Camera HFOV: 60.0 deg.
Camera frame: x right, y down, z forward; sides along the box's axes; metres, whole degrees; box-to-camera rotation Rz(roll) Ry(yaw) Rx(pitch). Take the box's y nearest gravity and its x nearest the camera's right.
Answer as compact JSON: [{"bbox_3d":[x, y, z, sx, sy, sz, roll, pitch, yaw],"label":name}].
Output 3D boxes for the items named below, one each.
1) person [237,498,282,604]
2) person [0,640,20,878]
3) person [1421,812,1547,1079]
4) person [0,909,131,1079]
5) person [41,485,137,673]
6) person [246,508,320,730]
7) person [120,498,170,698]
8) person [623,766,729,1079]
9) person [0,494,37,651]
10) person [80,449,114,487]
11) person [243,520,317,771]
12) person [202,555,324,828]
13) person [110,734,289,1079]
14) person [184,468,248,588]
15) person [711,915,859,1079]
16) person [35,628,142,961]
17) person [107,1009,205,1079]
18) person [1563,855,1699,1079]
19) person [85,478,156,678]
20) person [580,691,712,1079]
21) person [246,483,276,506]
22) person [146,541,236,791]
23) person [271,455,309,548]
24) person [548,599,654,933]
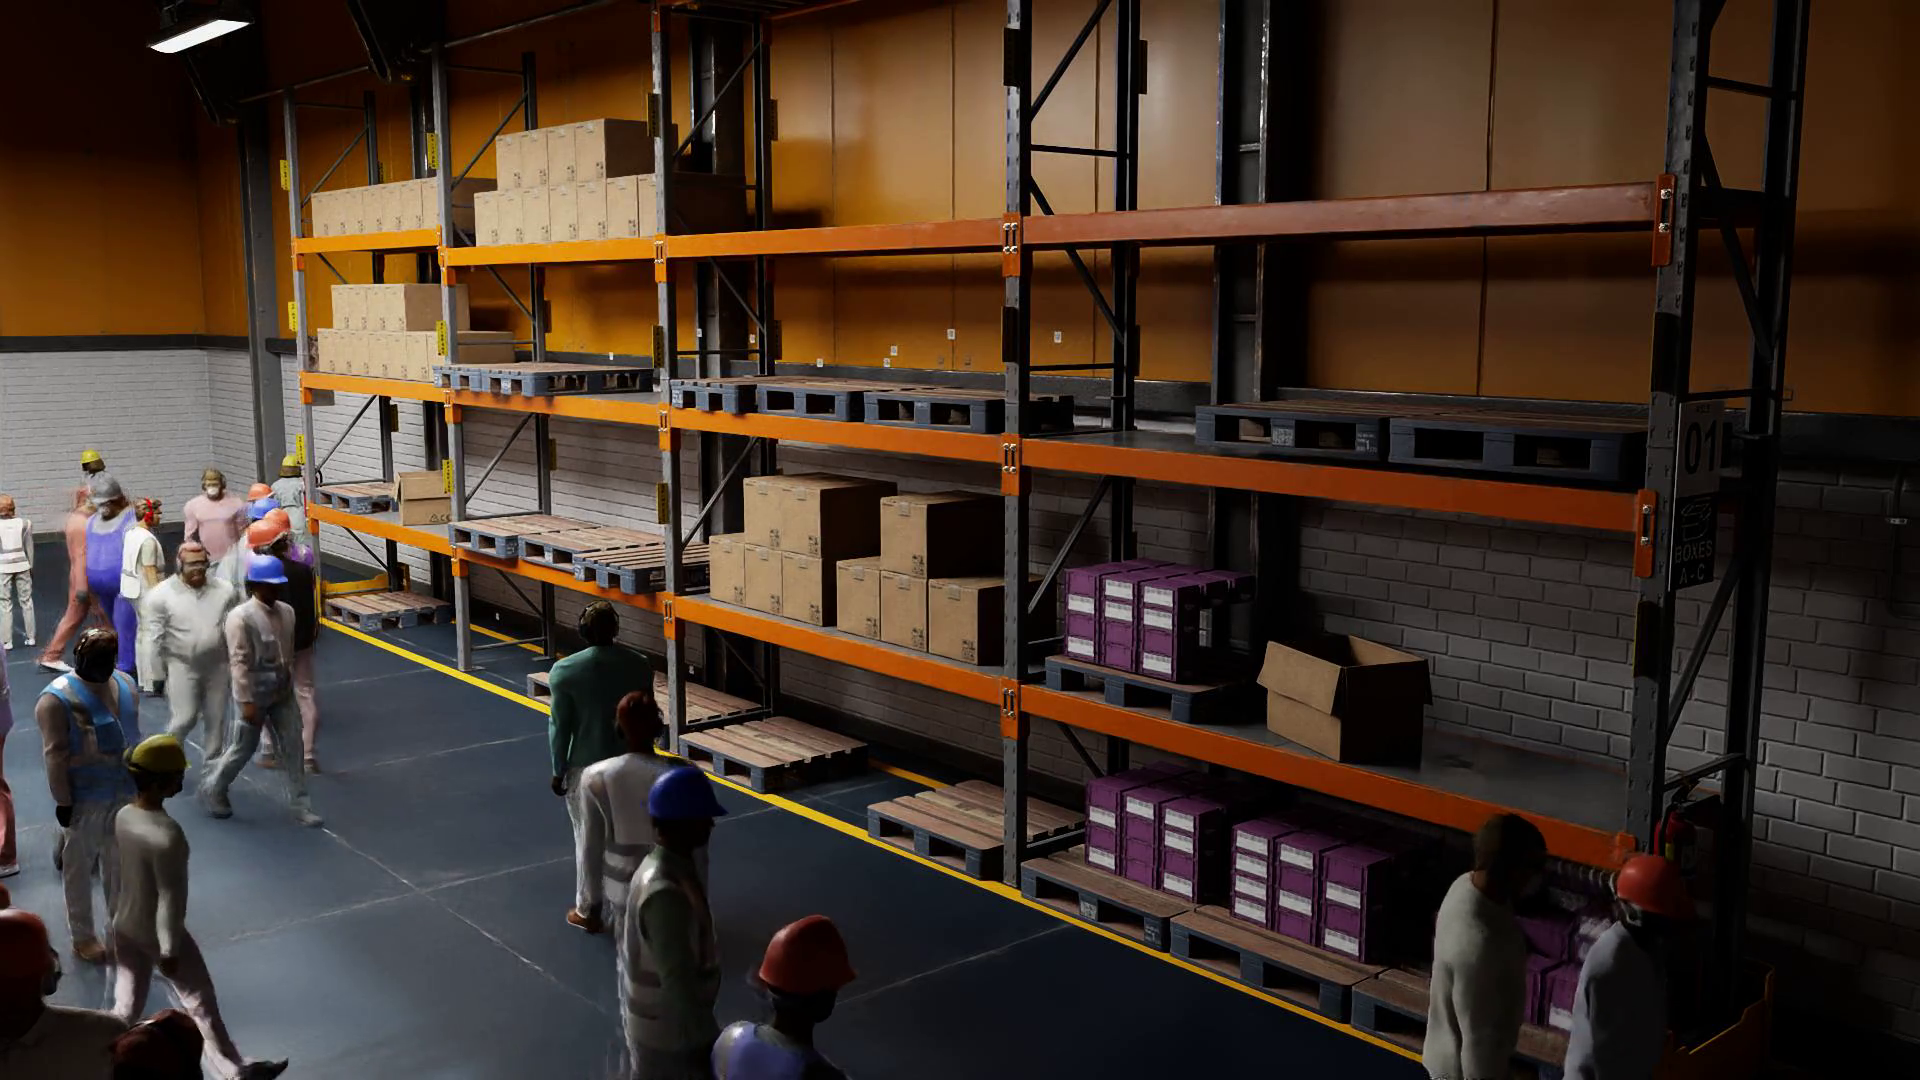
[{"bbox_3d":[-6.077,0.582,14.725,0.598,1.920,0.629,-7,11,-42],"label":"person"},{"bbox_3d":[-6.181,1.186,10.489,0.365,1.929,0.588,-6,10,-35],"label":"person"},{"bbox_3d":[1.799,1.870,5.767,0.386,1.920,0.660,3,9,17],"label":"person"},{"bbox_3d":[-2.626,1.991,4.709,0.618,1.986,0.408,-4,9,-23],"label":"person"},{"bbox_3d":[-8.563,0.385,16.335,0.985,1.861,0.649,-5,10,-33],"label":"person"},{"bbox_3d":[-5.701,0.682,14.037,0.549,1.923,0.390,-5,9,-29],"label":"person"},{"bbox_3d":[-7.511,0.536,15.337,0.401,1.835,0.563,-7,11,-39],"label":"person"},{"bbox_3d":[-1.150,1.795,6.314,0.939,1.915,0.600,0,8,0],"label":"person"},{"bbox_3d":[-9.936,0.336,17.395,0.309,1.641,0.512,6,10,36],"label":"person"},{"bbox_3d":[-11.222,-0.317,21.632,0.491,1.730,0.324,1,8,9],"label":"person"},{"bbox_3d":[-5.300,0.815,12.949,0.713,1.960,0.651,6,10,37],"label":"person"},{"bbox_3d":[-4.890,1.041,11.578,0.924,1.919,0.617,4,9,25],"label":"person"},{"bbox_3d":[-3.508,1.718,7.465,0.532,1.726,0.838,6,10,35],"label":"person"},{"bbox_3d":[-7.877,0.167,17.677,0.633,1.908,0.959,-2,8,-15],"label":"person"},{"bbox_3d":[-0.555,2.029,4.760,0.553,1.904,0.903,6,10,35],"label":"person"},{"bbox_3d":[-4.811,1.401,9.324,0.430,1.838,0.619,3,9,20],"label":"person"},{"bbox_3d":[-1.972,2.104,4.287,0.588,1.878,0.347,1,8,10],"label":"person"},{"bbox_3d":[2.445,1.944,5.987,0.903,1.696,0.571,7,11,40],"label":"person"},{"bbox_3d":[-7.973,0.344,15.953,0.711,2.000,0.886,2,9,16],"label":"person"},{"bbox_3d":[-1.456,1.625,7.641,0.599,1.866,0.499,0,8,3],"label":"person"},{"bbox_3d":[-7.306,0.268,17.531,0.355,1.737,0.578,-1,8,-8],"label":"person"},{"bbox_3d":[-5.691,0.935,12.379,0.517,1.890,0.642,8,11,43],"label":"person"},{"bbox_3d":[-8.297,-0.189,20.719,0.483,1.734,0.319,0,8,3],"label":"person"},{"bbox_3d":[-2.073,1.306,9.671,0.627,1.933,0.370,-6,10,-36],"label":"person"}]
